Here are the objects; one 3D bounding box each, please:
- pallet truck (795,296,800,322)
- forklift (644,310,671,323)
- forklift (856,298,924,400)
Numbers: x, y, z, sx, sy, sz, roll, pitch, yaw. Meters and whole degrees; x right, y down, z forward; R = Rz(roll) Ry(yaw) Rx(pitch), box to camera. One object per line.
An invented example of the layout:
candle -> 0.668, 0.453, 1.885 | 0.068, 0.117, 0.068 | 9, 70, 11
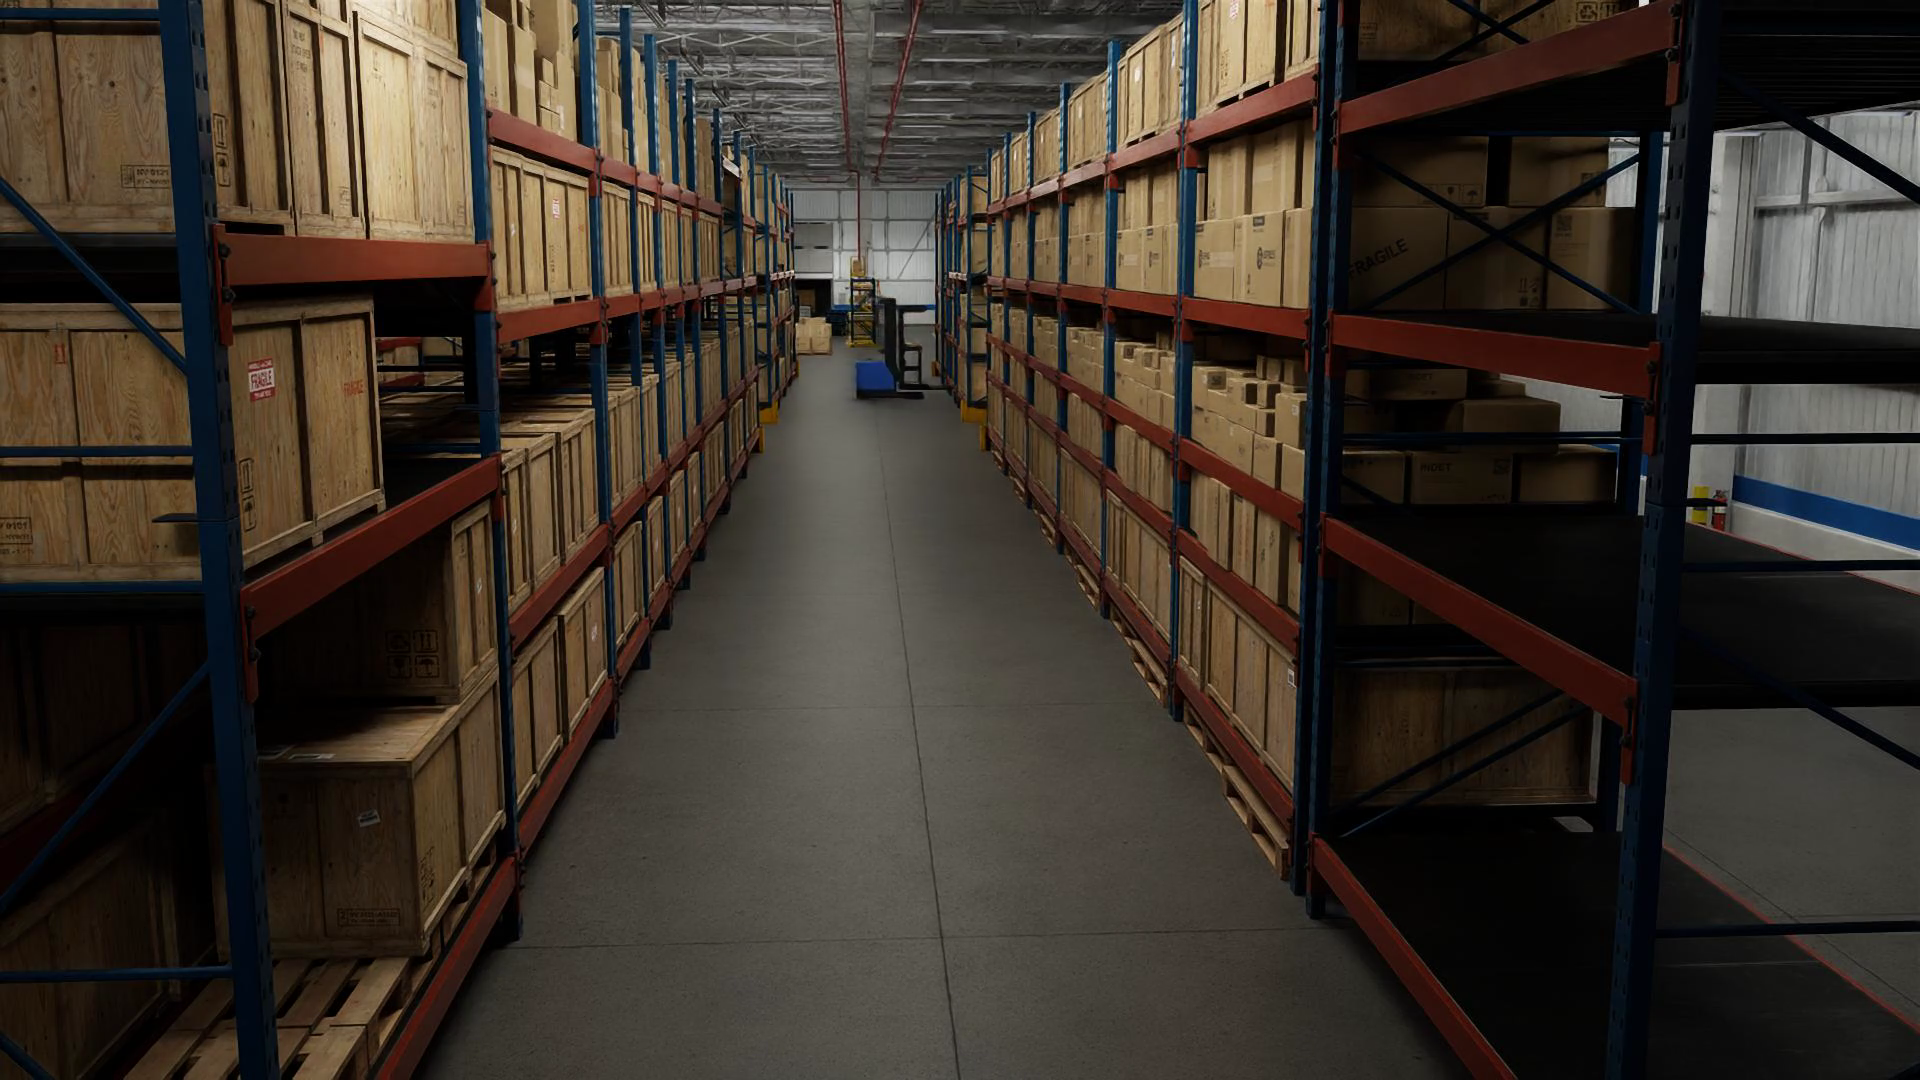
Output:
pallet truck -> -8.622, -12.439, 91.403 | 1.885, 1.965, 0.823 | 2, 10, 13
forklift -> -10.413, -7.188, 57.404 | 1.129, 2.768, 1.873 | 0, 10, -3
forklift -> -1.961, -5.348, 46.413 | 1.873, 2.768, 1.129 | -1, 10, -3
